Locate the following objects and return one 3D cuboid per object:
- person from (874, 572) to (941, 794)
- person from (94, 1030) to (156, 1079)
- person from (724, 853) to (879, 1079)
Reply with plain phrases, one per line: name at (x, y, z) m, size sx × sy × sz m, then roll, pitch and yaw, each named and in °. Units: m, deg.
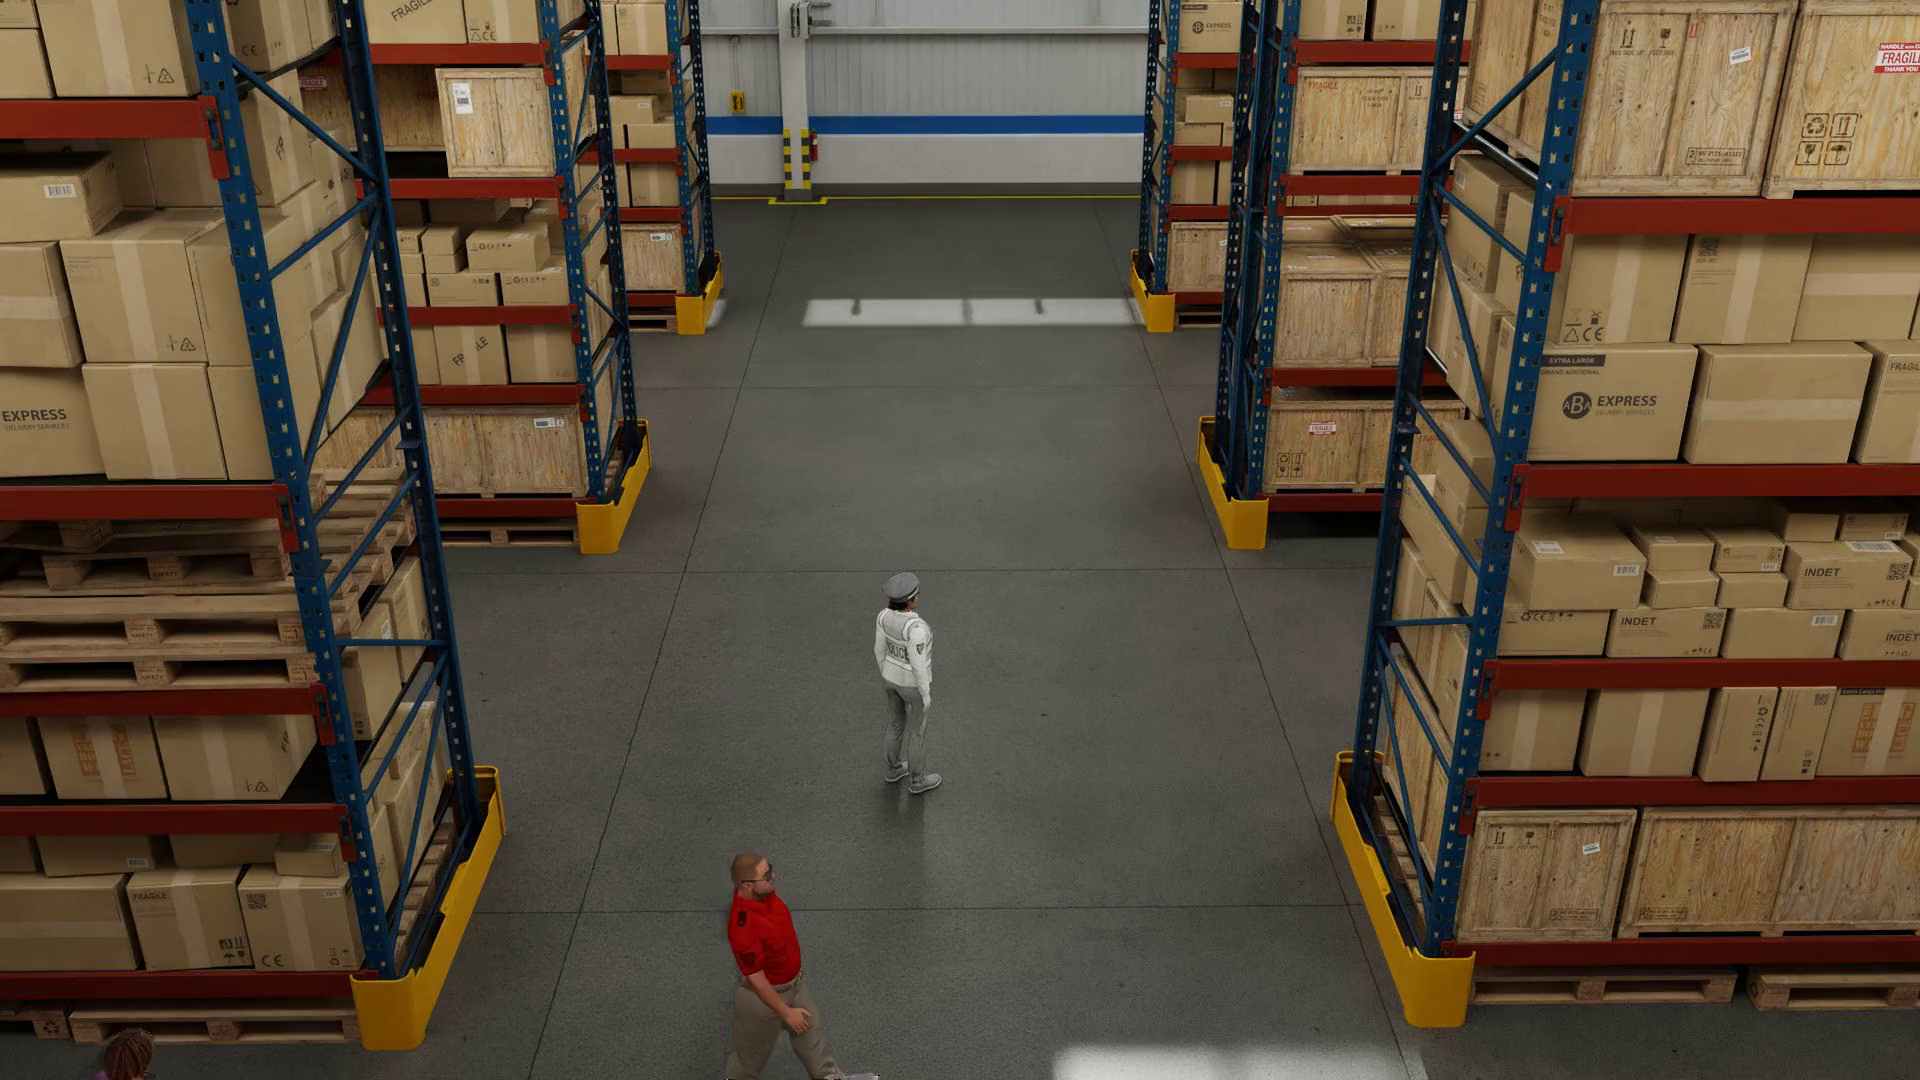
person at (-0.369, 1.006, 11.815) m, size 0.469 × 1.690 × 0.349 m, roll 21°, pitch 32°, yaw 38°
person at (-3.823, 2.963, 7.724) m, size 0.423 × 1.593 × 0.615 m, roll 15°, pitch 29°, yaw 28°
person at (-0.890, 2.392, 8.785) m, size 0.849 × 1.701 × 0.548 m, roll 3°, pitch 25°, yaw 7°
